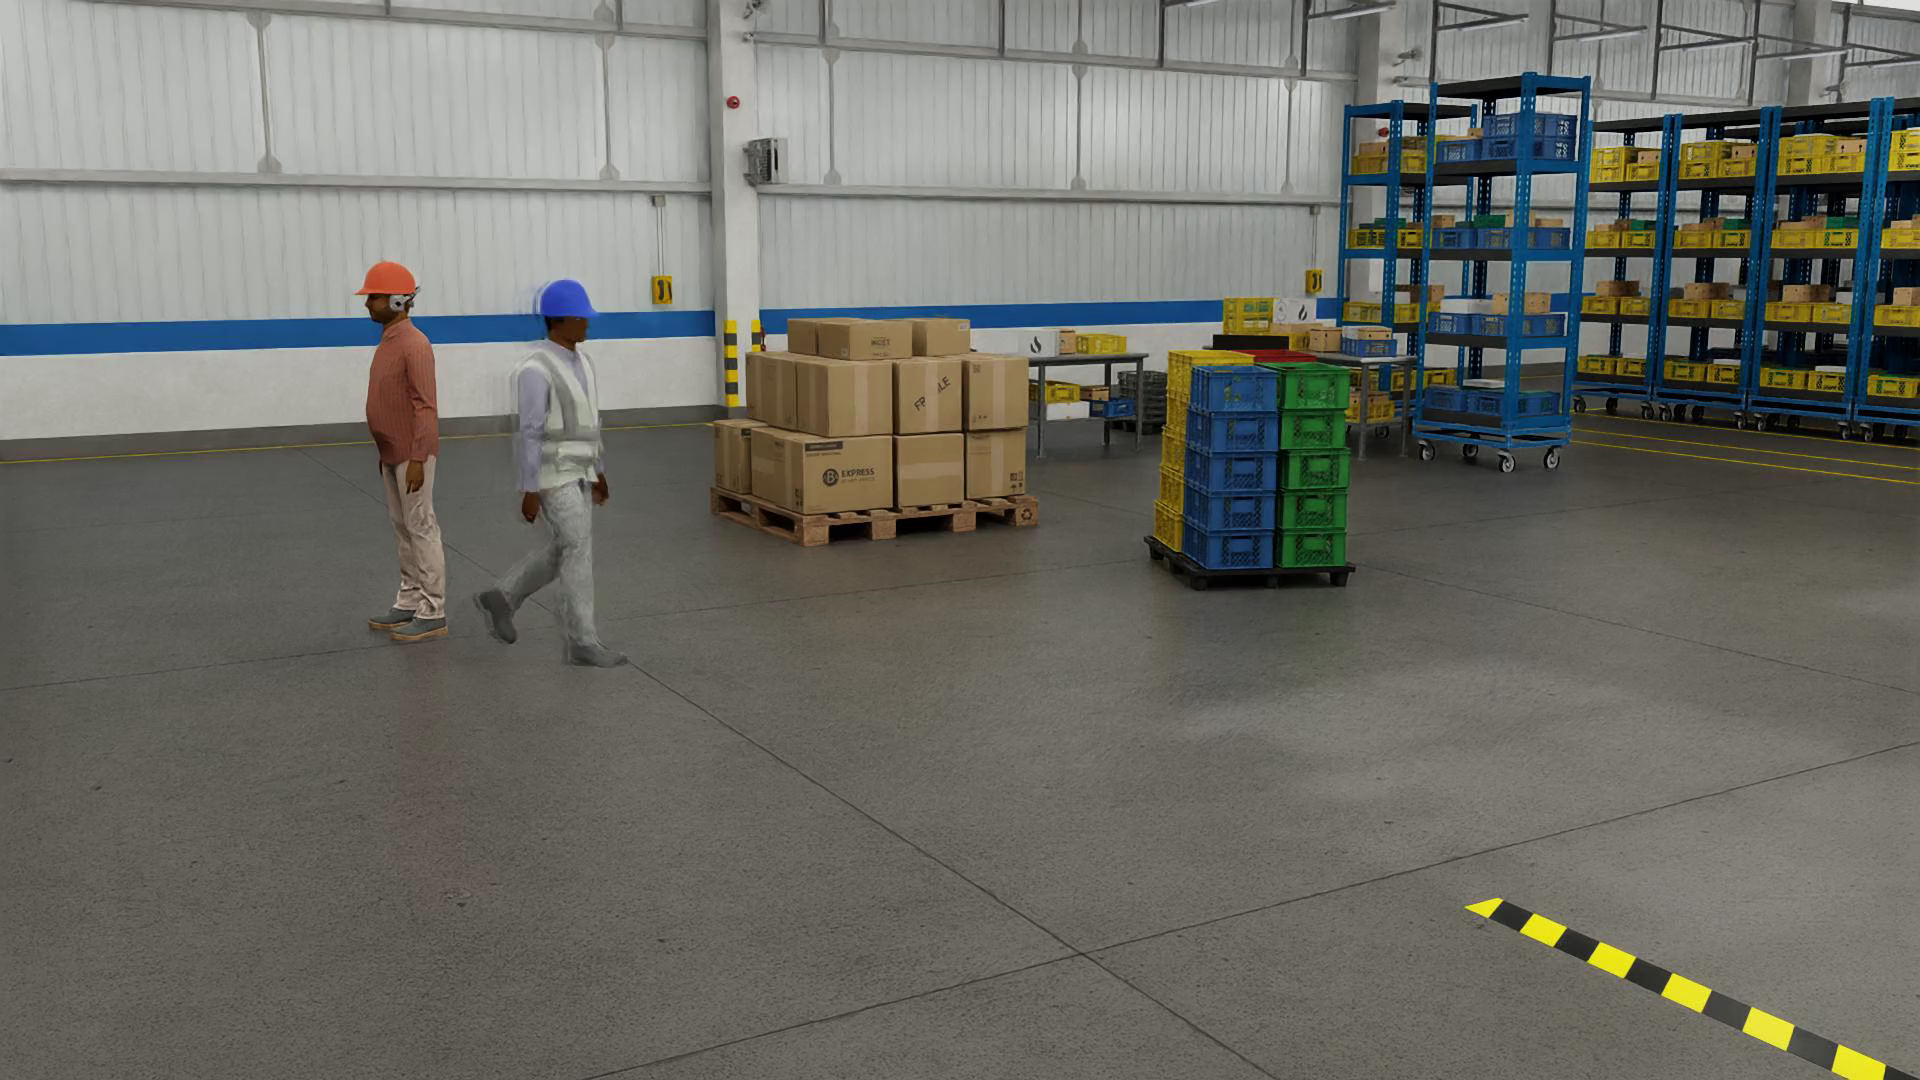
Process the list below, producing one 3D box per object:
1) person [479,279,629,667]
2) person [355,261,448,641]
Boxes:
[{"bbox_3d":[-2.057,-0.330,8.255,0.773,1.924,0.606,2,10,10],"label":"person"},{"bbox_3d":[-2.963,-0.469,8.833,0.378,1.996,0.610,-7,12,-35],"label":"person"}]
